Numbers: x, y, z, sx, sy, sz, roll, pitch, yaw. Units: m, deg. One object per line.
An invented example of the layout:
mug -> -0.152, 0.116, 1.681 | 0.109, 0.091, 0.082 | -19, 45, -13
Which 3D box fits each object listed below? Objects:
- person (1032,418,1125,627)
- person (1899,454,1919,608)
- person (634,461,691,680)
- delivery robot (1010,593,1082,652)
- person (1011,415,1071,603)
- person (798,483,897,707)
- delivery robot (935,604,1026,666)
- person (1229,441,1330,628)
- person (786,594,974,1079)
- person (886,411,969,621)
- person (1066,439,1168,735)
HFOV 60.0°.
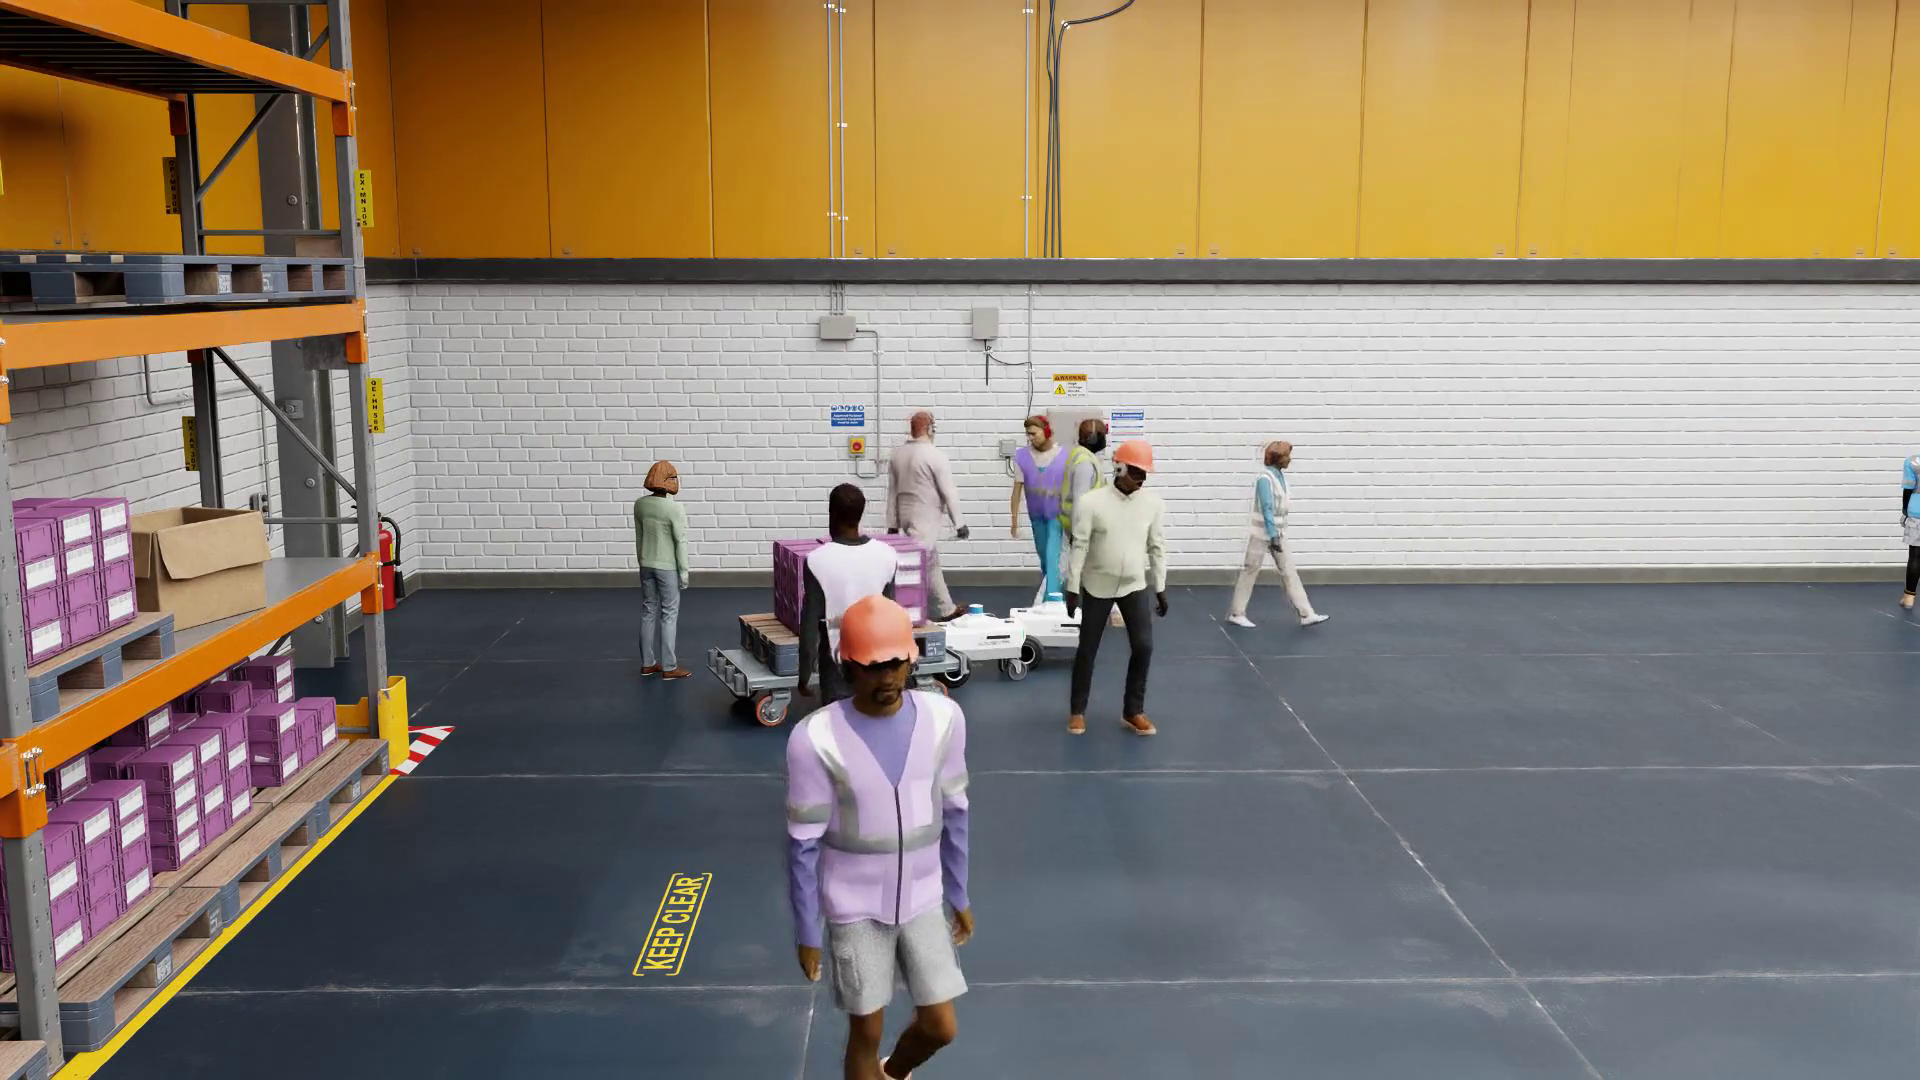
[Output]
person -> 1.041, -0.141, 14.099 | 0.978, 1.788, 0.630 | -1, 9, -5
person -> 8.653, -0.215, 14.800 | 0.535, 1.696, 0.318 | 4, 10, 24
person -> -2.210, 0.222, 12.338 | 0.494, 1.624, 0.279 | 6, 11, 32
delivery robot -> 0.734, 0.647, 12.715 | 0.707, 0.478, 0.477 | 0, 9, 2
person -> 0.737, -0.173, 14.227 | 0.581, 1.791, 0.887 | 4, 10, 23
person -> -0.579, 0.633, 9.022 | 0.599, 1.887, 0.887 | -8, 12, -41
delivery robot -> 0.119, 0.719, 12.276 | 0.707, 0.478, 0.477 | -3, 10, -16
person -> 2.660, -0.025, 13.947 | 0.861, 1.595, 0.533 | 6, 11, 34
person -> -0.245, 1.160, 5.354 | 0.638, 2.025, 0.454 | -4, 10, -23
person -> -0.320, -0.158, 14.003 | 1.039, 1.850, 0.649 | -7, 12, -37
person -> 1.014, 0.313, 10.800 | 0.709, 1.953, 0.652 | -2, 10, -15
